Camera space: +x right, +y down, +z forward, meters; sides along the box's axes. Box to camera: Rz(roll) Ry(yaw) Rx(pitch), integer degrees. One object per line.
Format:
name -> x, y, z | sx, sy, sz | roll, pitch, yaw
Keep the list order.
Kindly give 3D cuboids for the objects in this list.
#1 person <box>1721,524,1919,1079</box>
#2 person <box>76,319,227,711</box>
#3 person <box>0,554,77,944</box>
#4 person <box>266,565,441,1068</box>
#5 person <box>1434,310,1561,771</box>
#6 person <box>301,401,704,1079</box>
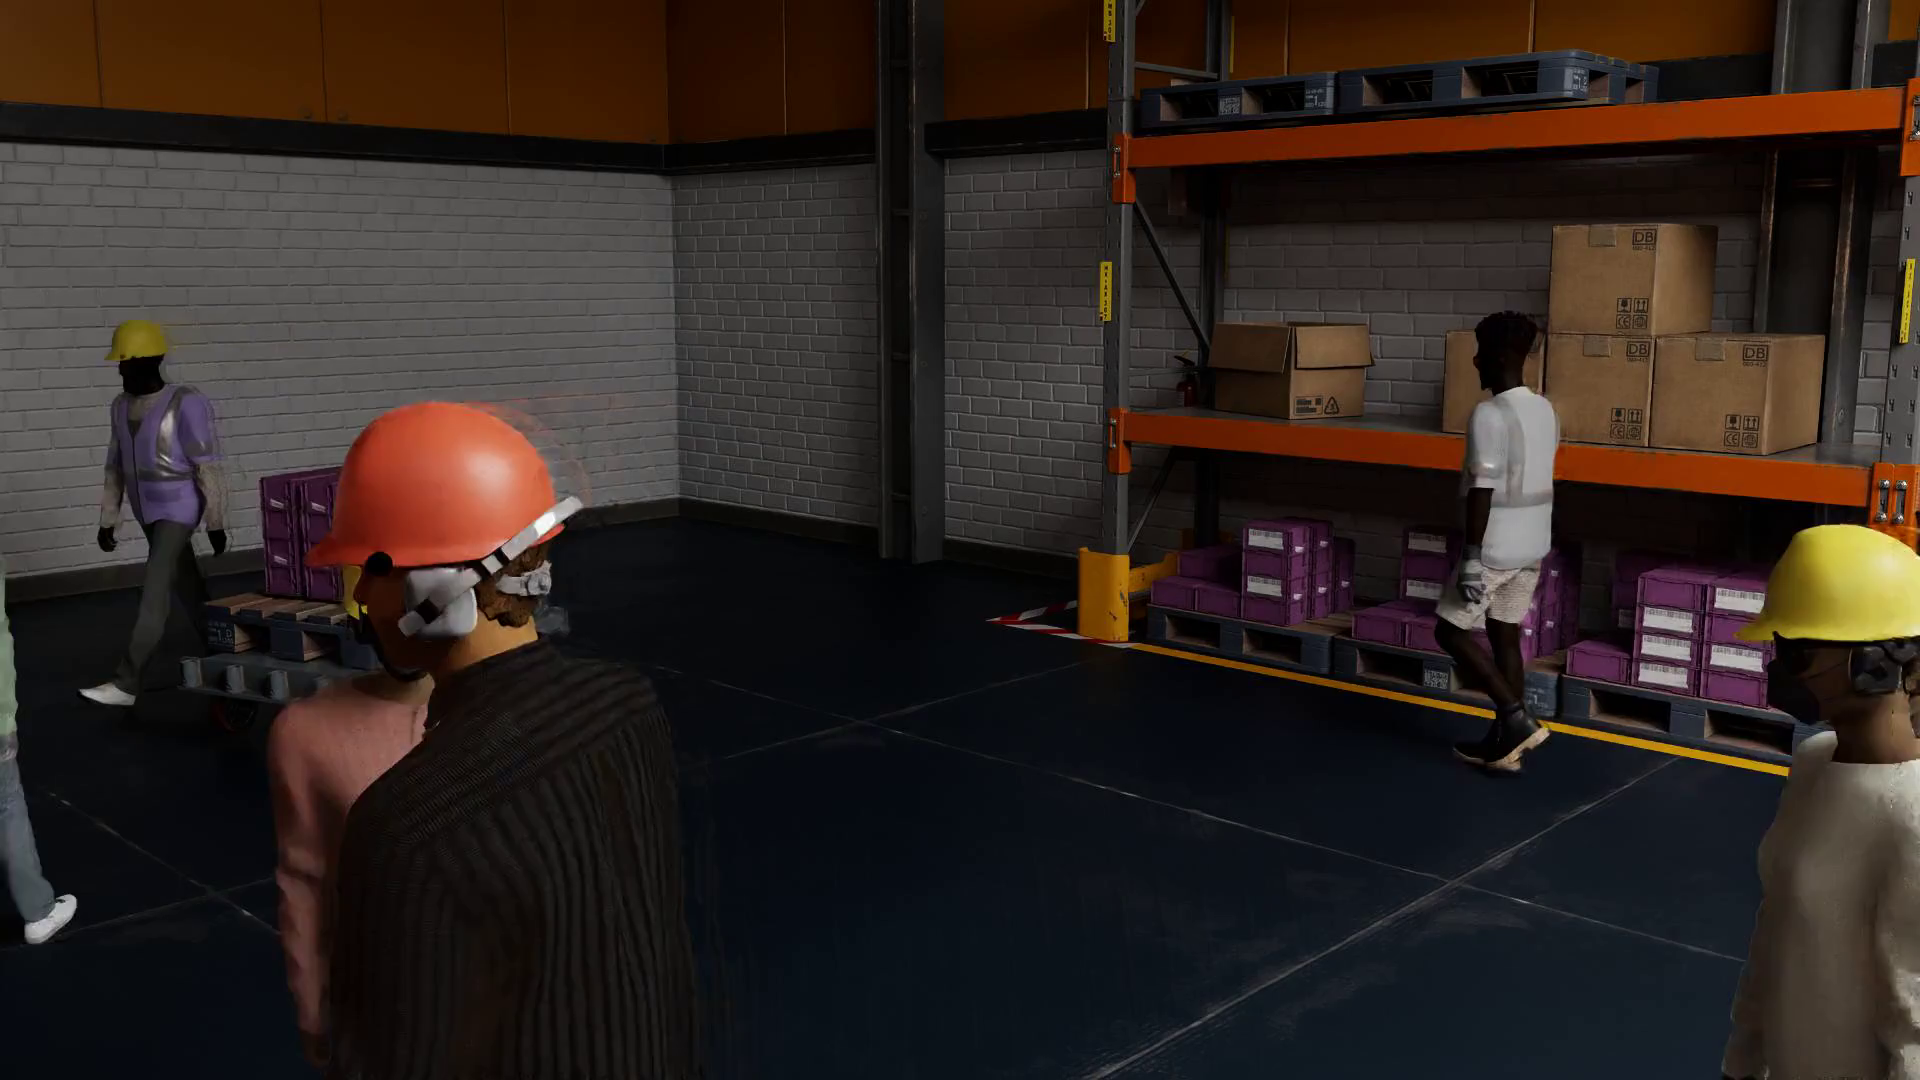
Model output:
person -> 1.268, 0.848, 2.468 | 0.363, 1.751, 0.557 | 2, 9, 12
person -> -3.956, -0.130, 8.120 | 0.623, 1.869, 0.989 | 5, 11, 28
person -> -3.039, 0.519, 4.985 | 0.511, 1.593, 0.791 | -1, 9, -5
person -> -0.902, 0.794, 2.912 | 0.540, 1.717, 0.901 | -3, 10, -18
person -> 2.262, 0.021, 6.945 | 0.618, 1.948, 0.436 | -8, 12, -42
person -> -0.646, 0.806, 2.115 | 0.993, 1.950, 0.637 | 2, 9, 12
